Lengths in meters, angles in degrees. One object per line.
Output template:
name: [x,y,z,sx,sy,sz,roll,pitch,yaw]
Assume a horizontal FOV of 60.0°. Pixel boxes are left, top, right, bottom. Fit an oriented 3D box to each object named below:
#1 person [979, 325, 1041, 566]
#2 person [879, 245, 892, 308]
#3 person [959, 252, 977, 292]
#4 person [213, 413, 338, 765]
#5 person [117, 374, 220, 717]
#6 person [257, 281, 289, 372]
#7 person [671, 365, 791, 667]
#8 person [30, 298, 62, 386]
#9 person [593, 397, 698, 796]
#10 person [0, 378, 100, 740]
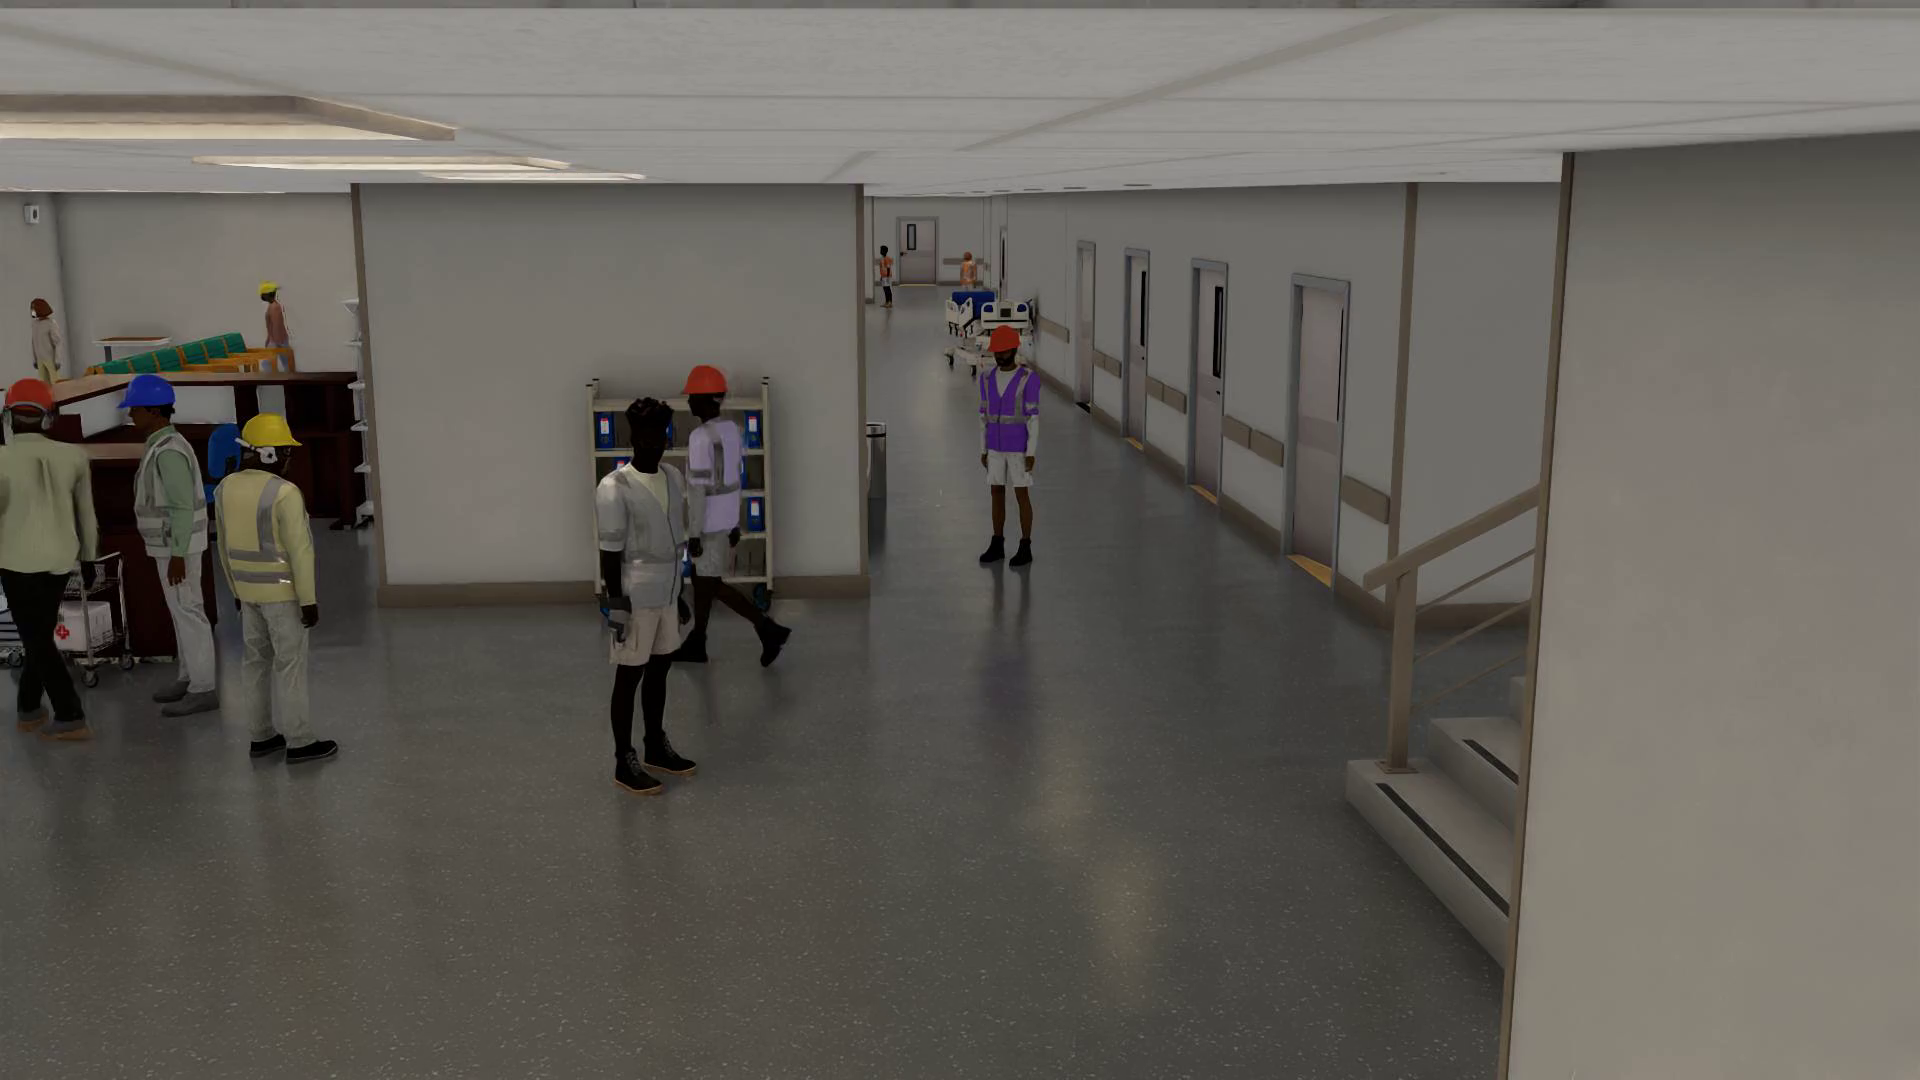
person: [0.375,-0.753,13.326,0.540,1.929,0.385,7,14,32]
person: [-2.024,-7.178,45.305,0.319,1.692,0.564,-4,12,-21]
person: [0.214,-6.442,41.896,0.598,1.605,0.409,8,14,33]
person: [-3.558,0.252,8.648,0.600,1.827,0.404,6,13,27]
person: [-4.483,0.028,9.451,0.406,1.946,0.608,-7,13,-29]
person: [-10.037,-2.882,24.186,0.778,1.734,0.538,-2,12,-11]
person: [-1.470,-0.131,10.331,0.845,1.910,0.551,3,12,14]
person: [-12.013,-2.358,21.884,0.507,1.631,0.266,6,13,27]
person: [-1.548,0.264,8.260,0.369,1.963,0.609,6,13,26]
person: [-5.022,0.116,8.992,0.687,1.956,0.680,7,13,29]
